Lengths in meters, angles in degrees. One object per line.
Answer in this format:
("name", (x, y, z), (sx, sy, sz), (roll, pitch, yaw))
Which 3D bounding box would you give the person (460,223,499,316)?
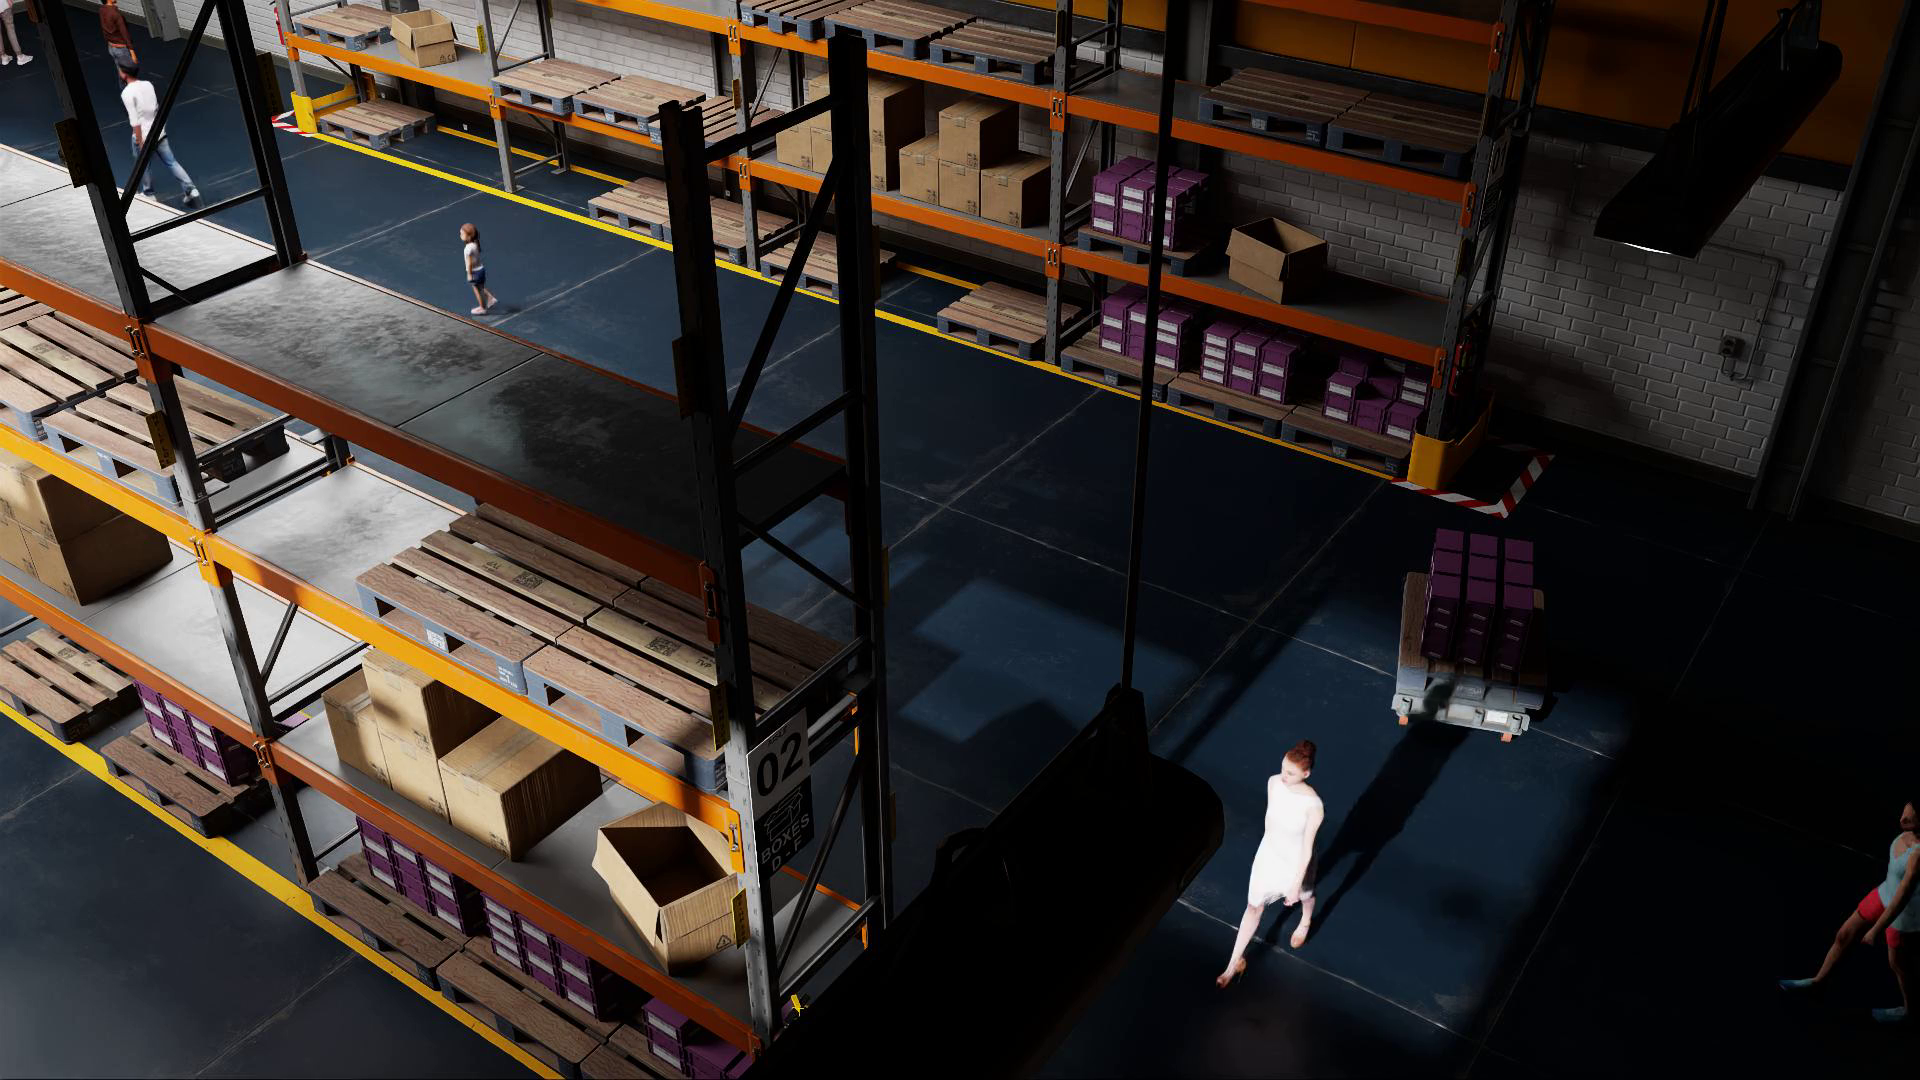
("person", (-5.090, -2.871, 17.634), (0.596, 1.014, 0.535), (-3, 34, -4))

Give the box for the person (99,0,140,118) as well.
("person", (-11.410, -6.637, 22.609), (0.442, 1.779, 0.714), (20, 38, 27))

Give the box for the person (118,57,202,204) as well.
("person", (-9.641, -4.853, 19.924), (1.210, 1.780, 0.856), (12, 35, 18))

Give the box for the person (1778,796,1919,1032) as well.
("person", (5.417, 2.141, 9.450), (1.104, 1.725, 0.795), (14, 36, 20))

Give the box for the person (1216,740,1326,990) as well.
("person", (2.014, 1.874, 9.833), (0.829, 1.747, 1.062), (-26, 41, -33))
